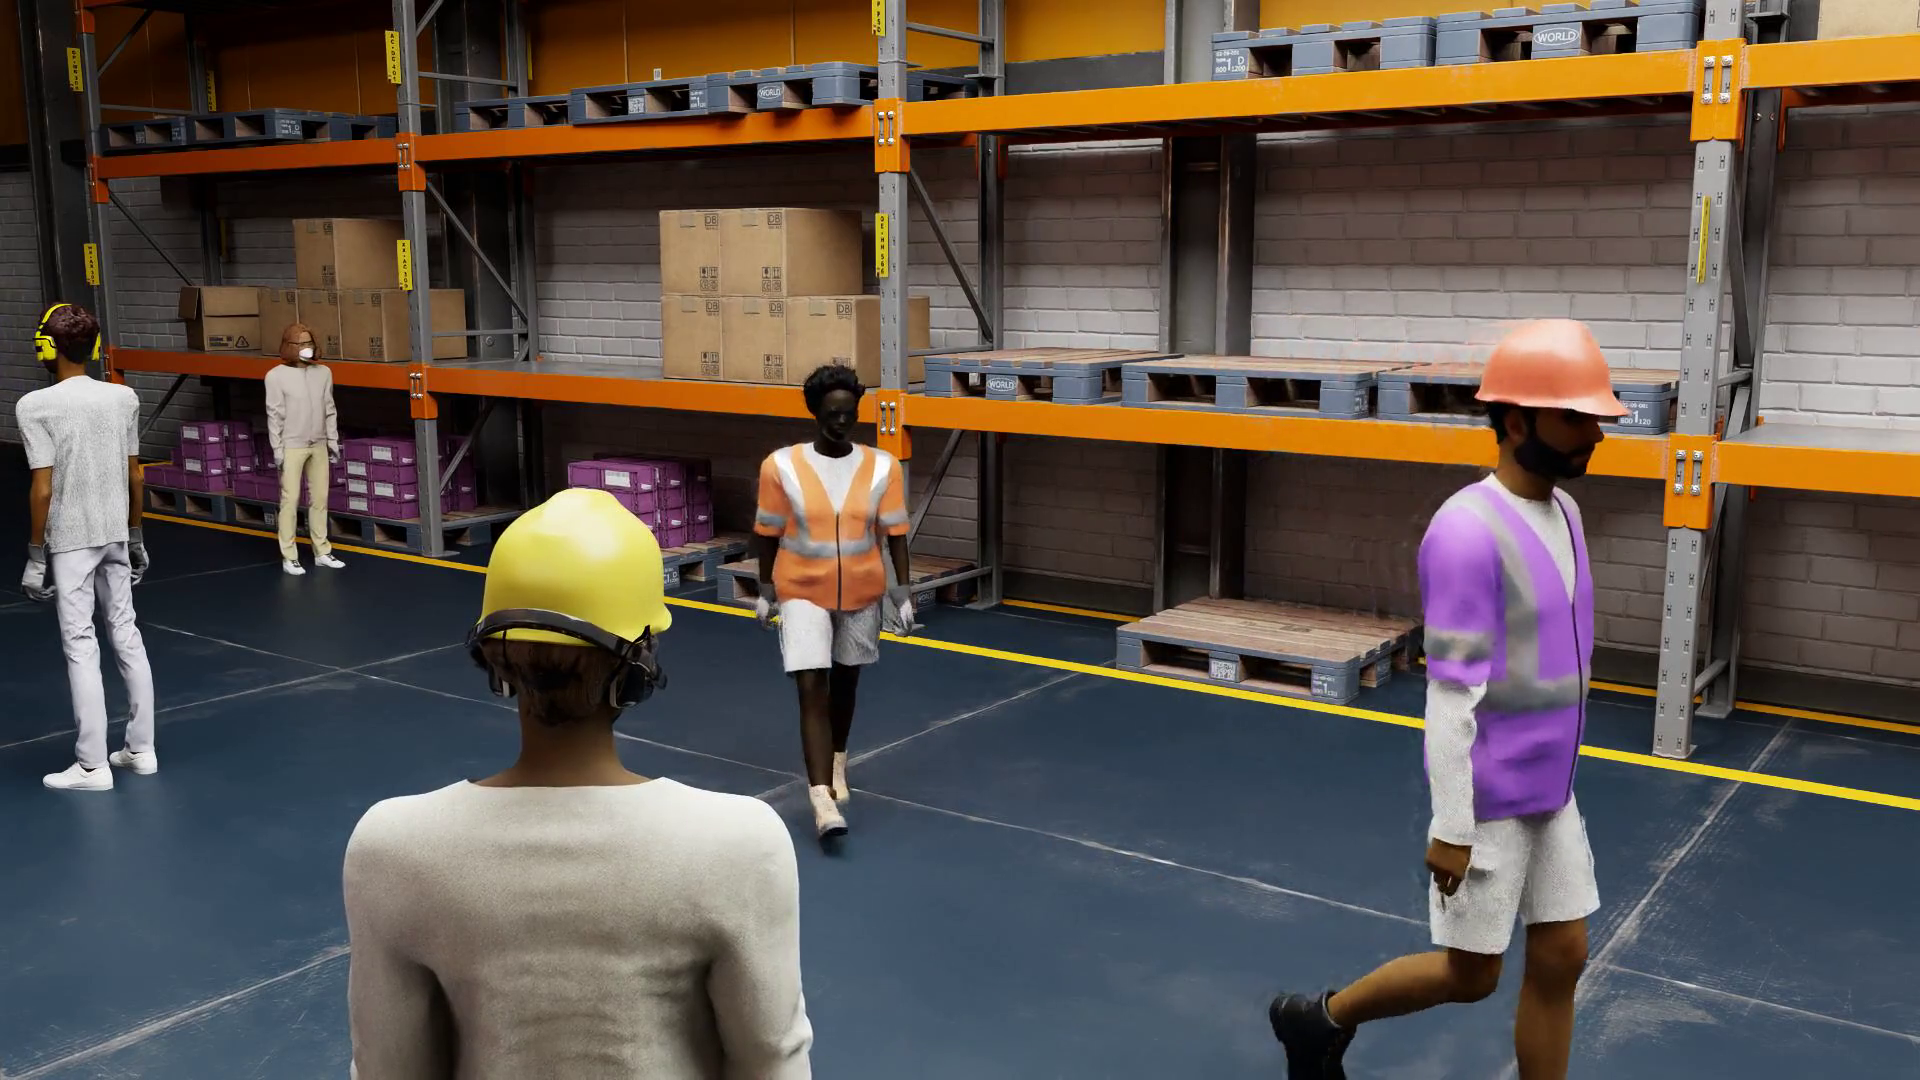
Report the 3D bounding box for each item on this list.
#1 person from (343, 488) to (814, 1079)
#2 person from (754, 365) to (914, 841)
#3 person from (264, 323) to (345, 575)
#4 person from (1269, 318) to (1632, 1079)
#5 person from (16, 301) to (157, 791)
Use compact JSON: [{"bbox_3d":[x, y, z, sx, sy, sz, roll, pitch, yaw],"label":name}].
[{"bbox_3d":[-0.433,0.820,1.976,0.529,1.768,0.312,0,10,-2],"label":"person"},{"bbox_3d":[-0.427,0.213,5.886,0.550,1.649,0.857,-3,10,-17],"label":"person"},{"bbox_3d":[-4.255,-0.589,10.796,0.283,1.626,0.501,6,11,31],"label":"person"},{"bbox_3d":[1.093,0.484,3.546,0.789,1.914,0.552,9,13,43],"label":"person"},{"bbox_3d":[-3.359,0.028,6.381,0.327,1.872,0.516,4,10,23],"label":"person"}]
